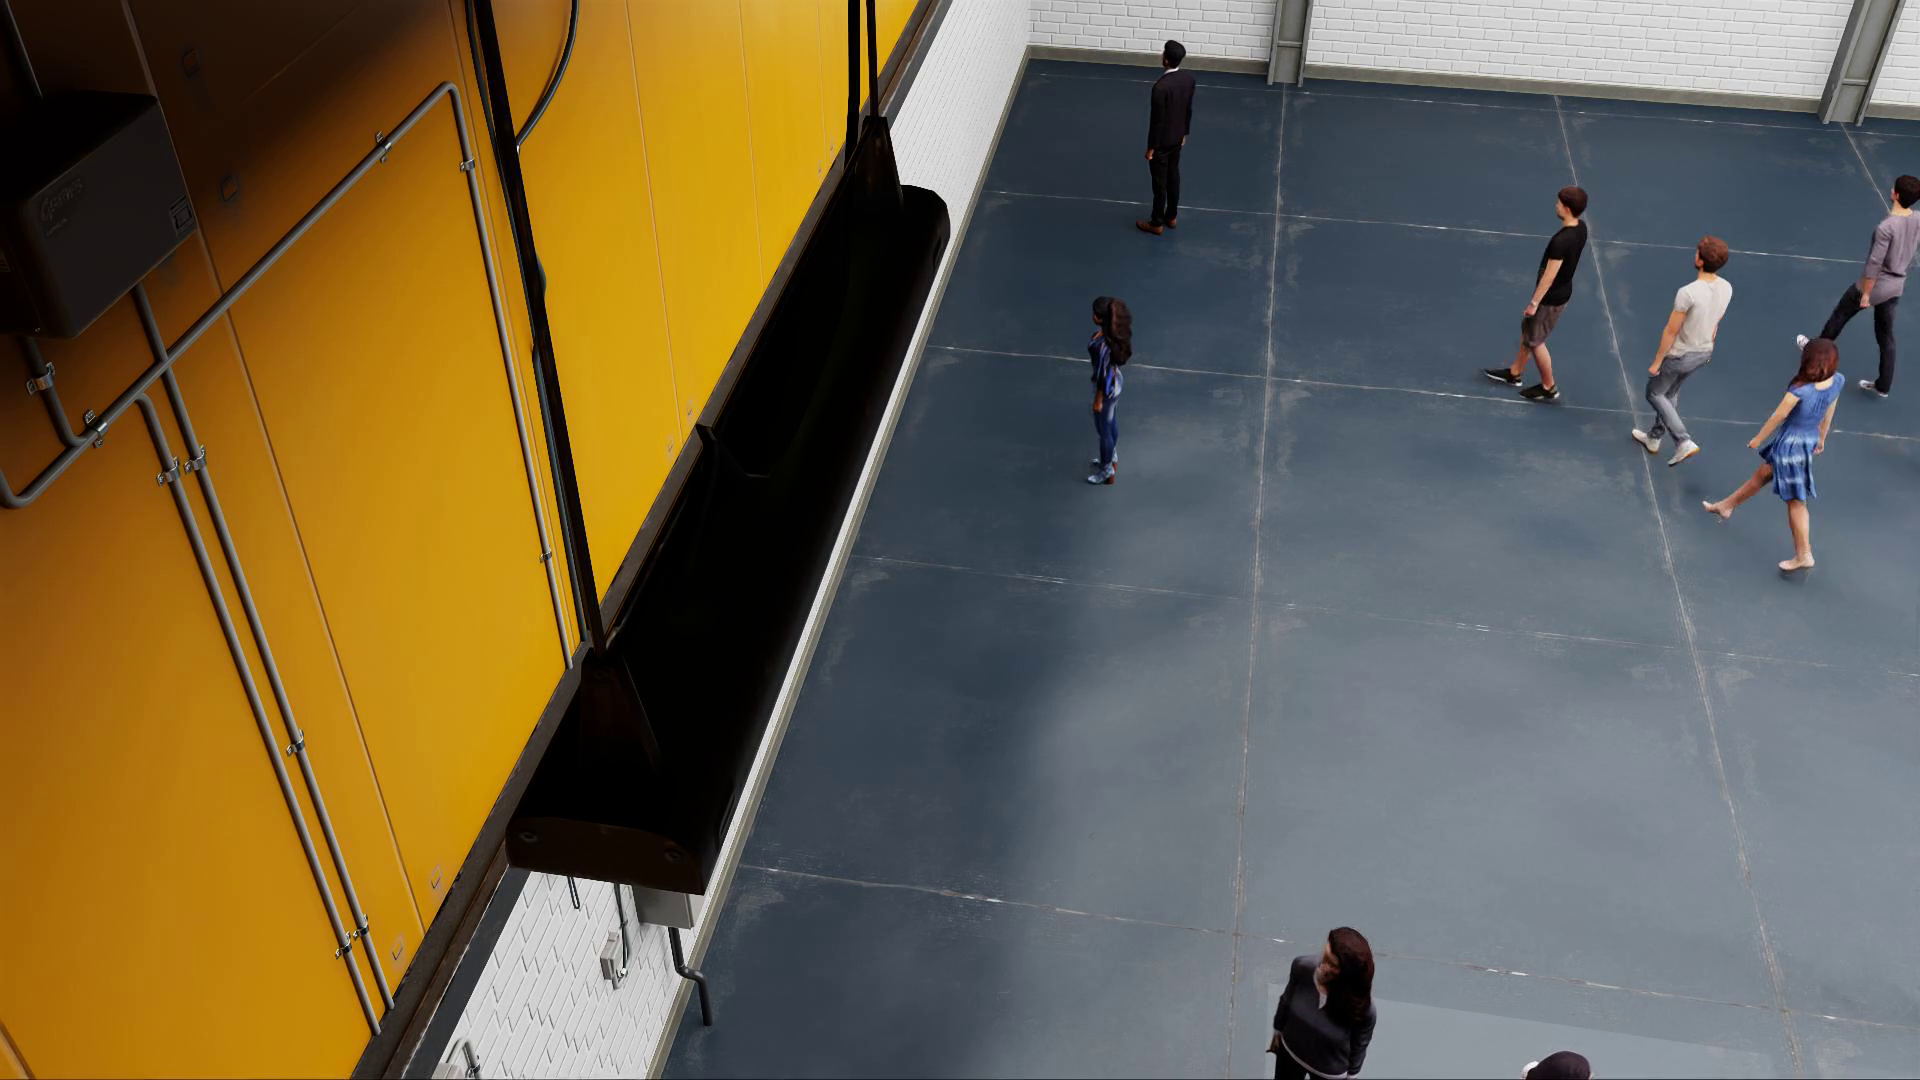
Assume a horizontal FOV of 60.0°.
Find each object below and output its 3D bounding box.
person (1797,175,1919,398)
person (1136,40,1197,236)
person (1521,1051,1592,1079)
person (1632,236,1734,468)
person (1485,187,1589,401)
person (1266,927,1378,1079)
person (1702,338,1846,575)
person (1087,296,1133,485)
[{"bbox_3d":[7.540,-2.013,13.517,1.218,1.797,1.102,-13,40,-16],"label":"person"},{"bbox_3d":[1.956,-3.794,15.677,0.770,1.884,0.783,-31,48,-33],"label":"person"},{"bbox_3d":[2.549,2.854,7.514,0.581,1.683,0.636,0,39,-1],"label":"person"},{"bbox_3d":[5.571,-1.369,12.650,1.035,1.874,1.051,-15,41,-18],"label":"person"},{"bbox_3d":[4.803,-1.961,13.409,1.009,1.851,0.892,22,44,26],"label":"person"},{"bbox_3d":[1.704,2.449,7.954,0.624,1.767,0.749,27,46,29],"label":"person"},{"bbox_3d":[5.918,-0.532,11.710,1.192,1.738,1.203,-22,44,-25],"label":"person"},{"bbox_3d":[1.104,-1.139,12.565,0.573,1.620,0.634,10,40,12],"label":"person"}]
